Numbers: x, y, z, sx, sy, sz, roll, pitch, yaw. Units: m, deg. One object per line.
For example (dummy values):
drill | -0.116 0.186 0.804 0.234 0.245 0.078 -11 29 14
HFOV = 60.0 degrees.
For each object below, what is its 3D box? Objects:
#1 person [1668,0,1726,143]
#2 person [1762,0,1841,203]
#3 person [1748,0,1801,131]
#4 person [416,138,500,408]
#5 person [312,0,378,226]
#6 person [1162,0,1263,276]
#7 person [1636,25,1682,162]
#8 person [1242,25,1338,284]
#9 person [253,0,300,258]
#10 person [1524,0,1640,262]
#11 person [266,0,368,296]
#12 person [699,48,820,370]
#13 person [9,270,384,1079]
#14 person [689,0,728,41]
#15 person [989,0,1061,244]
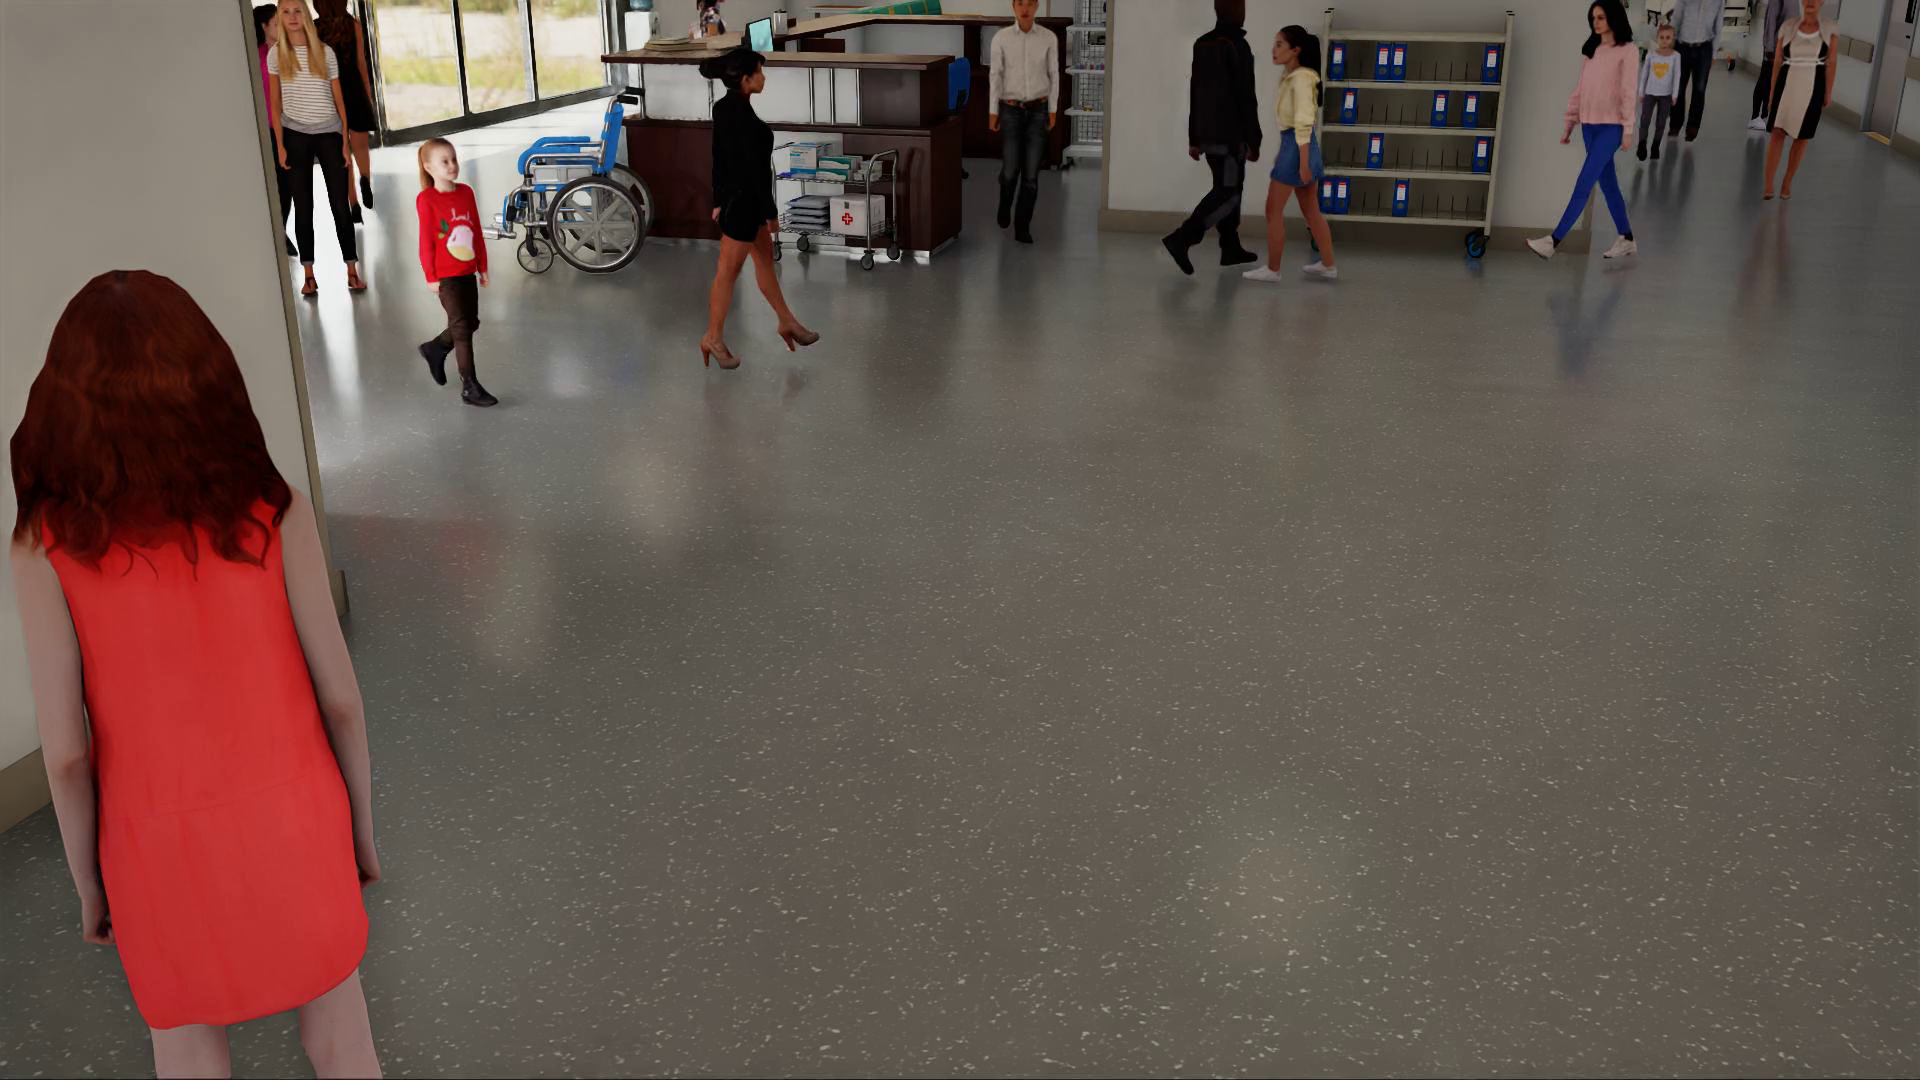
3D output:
person | 7.573 -5.037 17.235 1.111 1.766 0.824 8 22 21
person | 6.838 -3.604 13.523 1.017 1.716 0.844 10 23 26
person | 8.970 -5.438 18.284 0.696 1.774 0.737 -14 25 -32
person | -2.484 -1.295 8.057 0.867 1.268 0.628 12 24 30
person | -4.536 -3.209 12.336 0.894 1.818 0.953 -12 24 -28
person | 1.644 -2.627 10.826 1.205 1.799 1.146 -12 24 -28
person | 6.677 -4.247 15.884 0.857 1.245 0.648 9 23 22
person | 2.193 -2.426 10.578 0.882 1.599 0.715 4 21 11
person | -4.753 -2.805 11.464 0.718 1.681 0.688 13 24 31
person | 4.371 -2.690 11.125 1.268 1.705 1.074 -7 22 -18
person | -4.007 -2.447 10.316 0.646 1.823 0.732 -8 22 -20
person | -1.191 -1.658 8.531 1.017 1.612 0.916 -9 22 -22
person | -1.119 0.492 2.550 0.647 1.828 0.719 -10 23 -25
person | -2.429 -4.532 16.214 0.638 1.545 0.732 -2 21 -4
person | 0.457 -3.059 11.974 0.829 1.794 0.851 -1 21 -2
